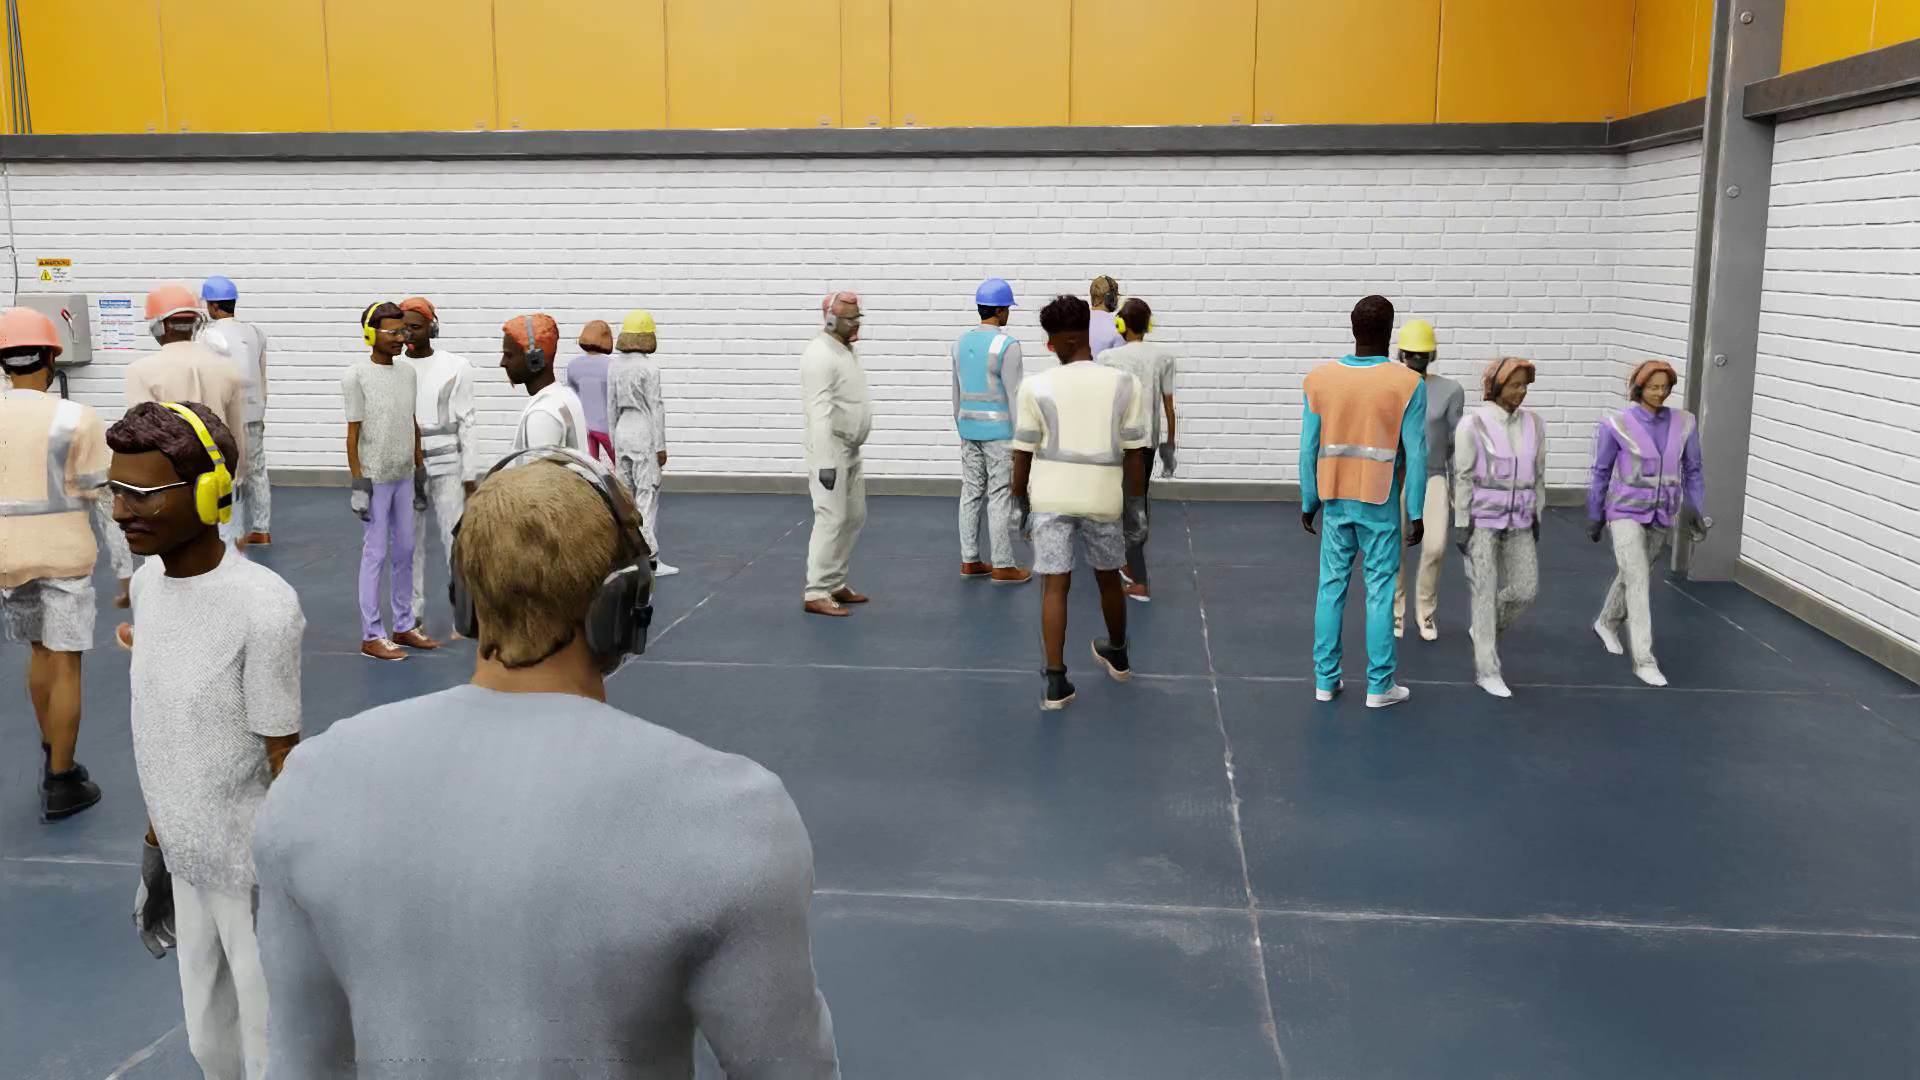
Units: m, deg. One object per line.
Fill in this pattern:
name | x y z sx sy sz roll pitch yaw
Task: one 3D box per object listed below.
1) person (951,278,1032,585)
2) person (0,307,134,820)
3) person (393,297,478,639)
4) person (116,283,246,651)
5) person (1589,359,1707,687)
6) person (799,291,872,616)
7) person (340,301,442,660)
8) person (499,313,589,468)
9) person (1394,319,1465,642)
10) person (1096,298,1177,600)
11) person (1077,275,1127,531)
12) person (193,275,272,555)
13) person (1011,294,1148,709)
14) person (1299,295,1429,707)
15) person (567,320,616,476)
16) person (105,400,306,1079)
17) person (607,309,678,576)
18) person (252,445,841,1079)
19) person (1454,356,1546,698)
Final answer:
person | 0.198 -0.687 10.610 0.391 1.948 0.605 -9 14 -43
person | -3.447 0.077 6.340 0.582 1.907 0.658 -1 10 -4
person | -2.912 -0.382 9.089 0.574 1.876 0.355 0 10 2
person | -3.931 -0.303 8.384 0.982 1.946 0.661 7 12 36
person | 3.435 -0.129 8.445 0.513 1.595 0.872 -2 10 -10
person | -0.708 -0.505 9.749 0.394 1.890 0.676 2 10 14
person | -2.979 -0.308 8.690 0.331 1.863 0.509 5 11 25
person | -1.644 0.034 6.684 0.361 1.878 0.581 -1 10 -5
person | 2.442 -0.310 9.000 0.557 1.748 0.525 2 10 10
person | 1.037 -0.585 10.395 0.511 1.825 0.910 -3 10 -14
person | 1.042 -1.010 12.486 0.355 1.937 0.634 -9 13 -42
person | -5.091 -0.868 11.644 0.382 1.949 0.605 4 11 20
person | 0.555 -0.205 7.952 0.648 1.910 0.789 -1 10 -4
person | 1.875 -0.176 7.768 0.600 1.917 0.376 6 12 32
person | -2.628 -0.796 12.153 0.531 1.615 0.345 4 11 22
person | -1.413 0.654 3.206 0.511 1.860 0.341 7 12 36
person | -2.091 -0.634 10.894 0.492 1.742 0.319 8 12 37
person | -0.437 0.830 2.049 0.654 1.901 0.896 2 10 13
person | 2.586 -0.076 8.037 0.528 1.625 0.469 -3 10 -17
